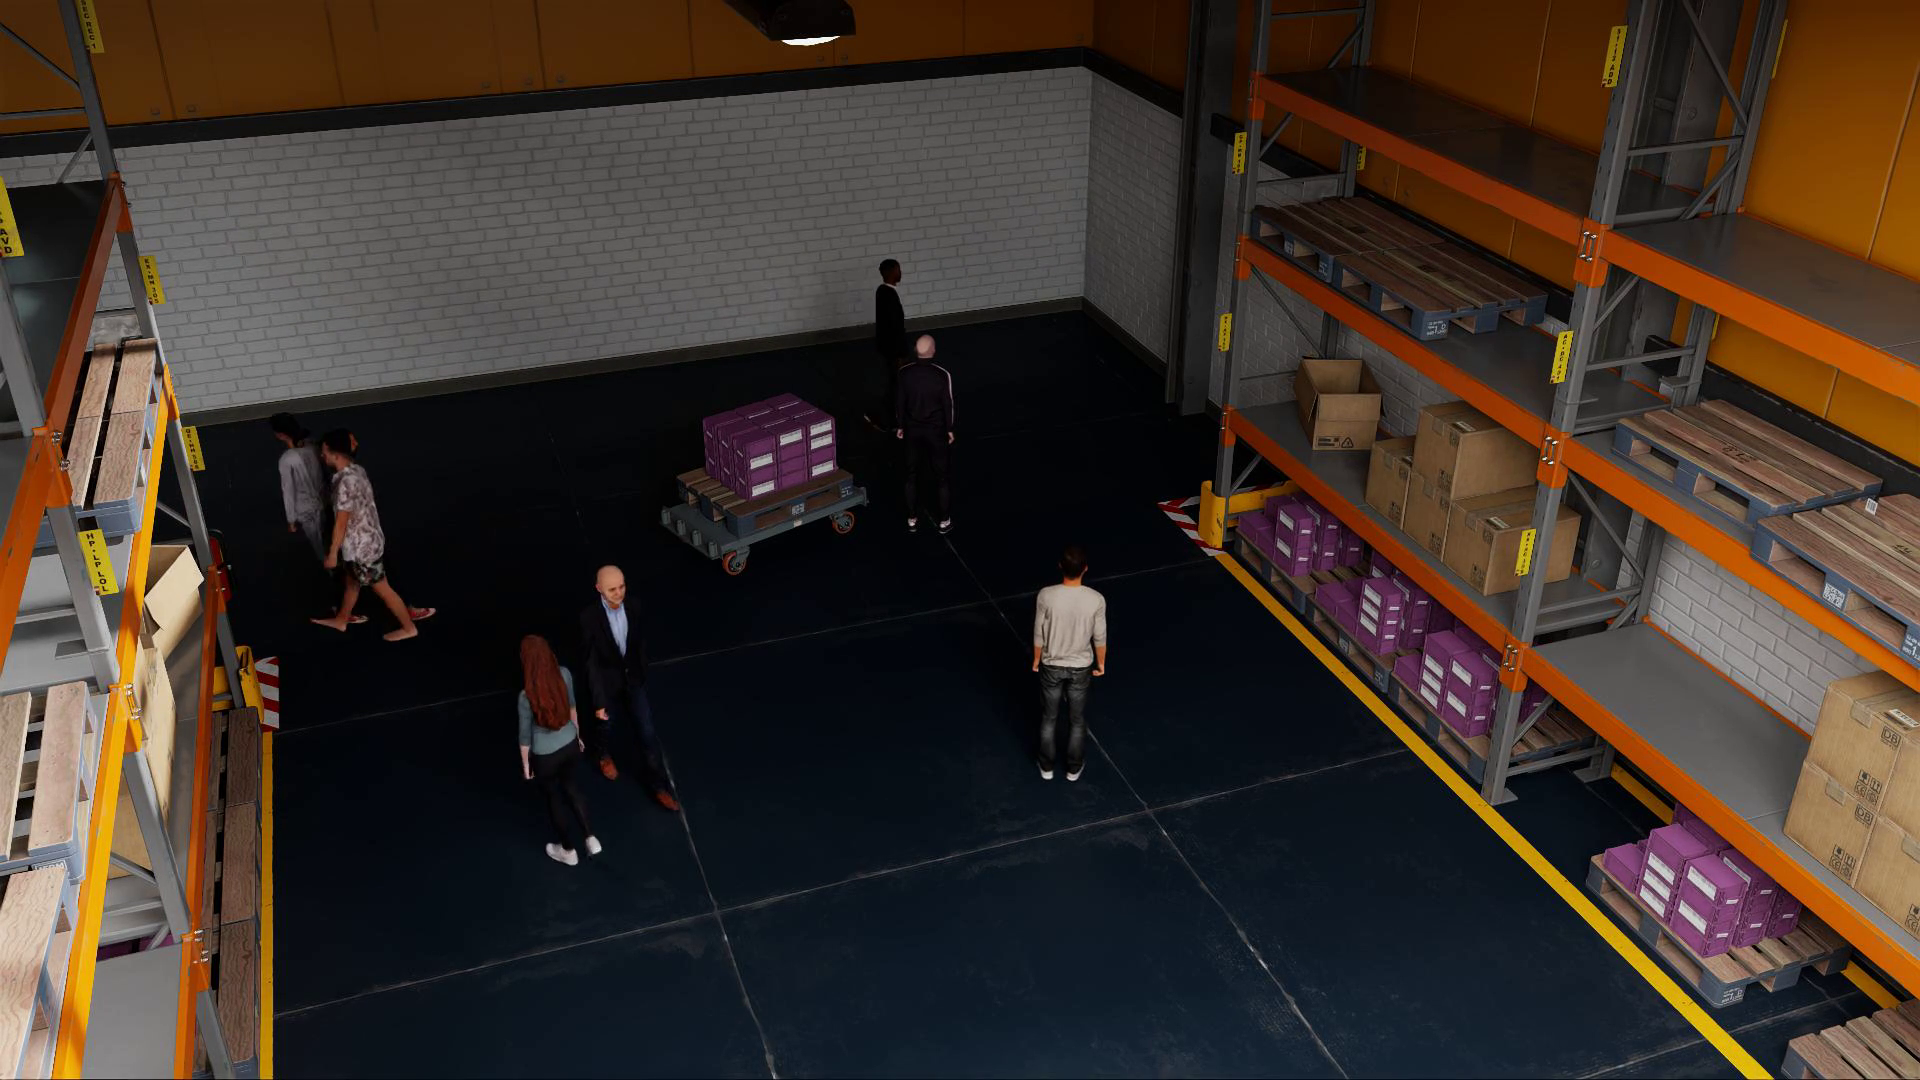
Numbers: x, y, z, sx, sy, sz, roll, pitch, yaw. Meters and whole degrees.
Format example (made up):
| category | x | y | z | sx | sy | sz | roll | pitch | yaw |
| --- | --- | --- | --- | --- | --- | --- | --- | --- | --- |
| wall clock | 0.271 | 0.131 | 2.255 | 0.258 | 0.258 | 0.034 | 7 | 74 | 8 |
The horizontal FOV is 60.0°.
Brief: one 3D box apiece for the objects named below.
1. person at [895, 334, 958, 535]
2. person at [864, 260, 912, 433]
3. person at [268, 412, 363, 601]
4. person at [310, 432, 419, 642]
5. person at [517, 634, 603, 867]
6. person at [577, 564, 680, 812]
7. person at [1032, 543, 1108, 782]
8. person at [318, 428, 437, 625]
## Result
| category | x | y | z | sx | sy | sz | roll | pitch | yaw |
| --- | --- | --- | --- | --- | --- | --- | --- | --- | --- |
| person | -0.300 | -0.918 | 14.517 | 0.768 | 1.836 | 0.775 | 6 | 29 | 11 |
| person | -0.727 | -1.861 | 16.291 | 0.745 | 1.793 | 0.728 | -9 | 30 | -16 |
| person | -5.085 | -0.212 | 13.316 | 0.846 | 1.747 | 0.770 | 13 | 31 | 22 |
| person | -4.540 | 0.018 | 12.864 | 0.845 | 1.776 | 1.045 | -5 | 29 | -9 |
| person | -2.487 | 1.371 | 10.432 | 0.864 | 1.731 | 0.777 | 22 | 36 | 35 |
| person | -2.360 | 0.936 | 11.200 | 0.877 | 1.759 | 1.229 | -19 | 34 | -31 |
| person | 0.728 | 0.849 | 11.309 | 0.726 | 1.806 | 0.695 | 2 | 29 | 4 |
| person | -4.775 | -0.050 | 13.039 | 0.890 | 1.728 | 1.025 | -15 | 32 | -26 |
